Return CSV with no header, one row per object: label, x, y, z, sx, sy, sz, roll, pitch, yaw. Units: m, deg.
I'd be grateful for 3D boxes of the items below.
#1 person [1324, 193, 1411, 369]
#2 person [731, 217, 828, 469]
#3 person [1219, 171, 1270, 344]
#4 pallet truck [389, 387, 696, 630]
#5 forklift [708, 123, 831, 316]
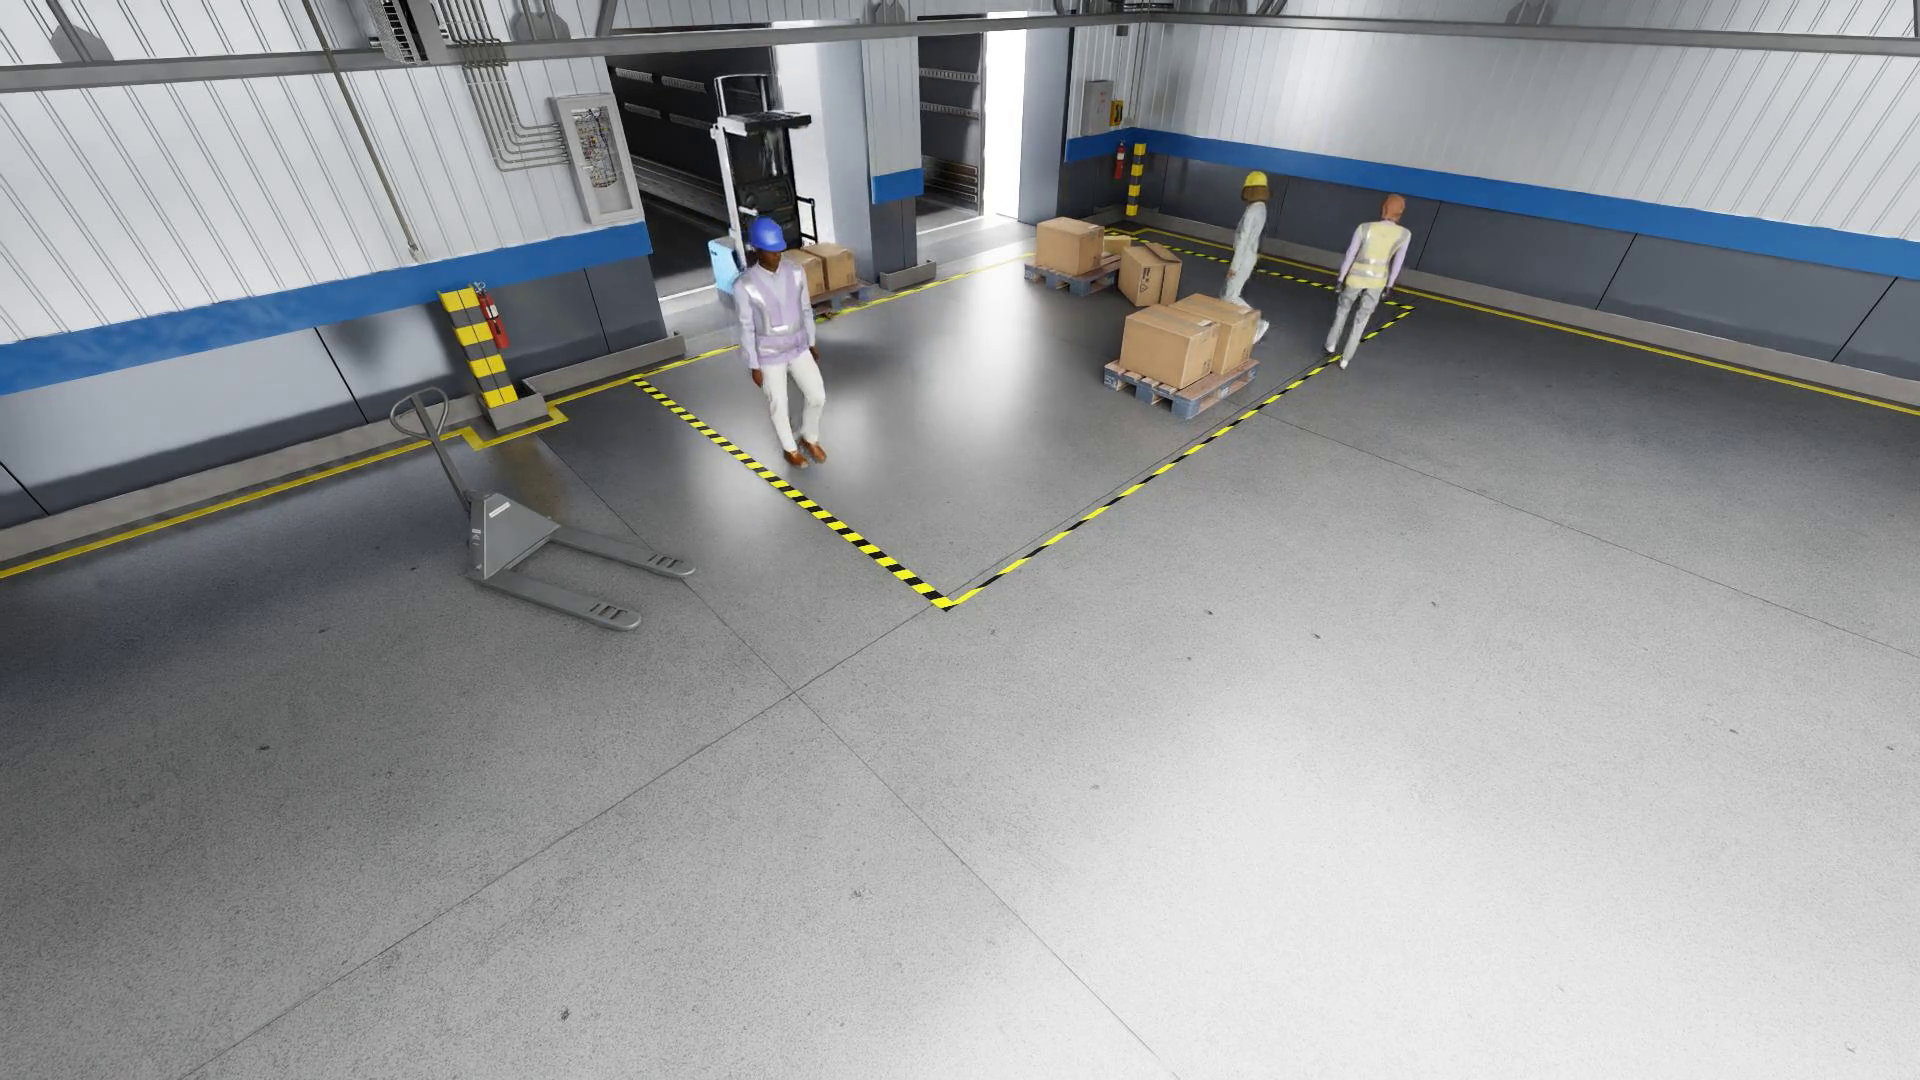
person,4.002,-2.545,7.248,0.532,1.614,0.562,14,40,17
person,-1.327,-1.403,5.516,0.637,1.936,0.456,-27,45,-30
person,2.985,-2.861,7.594,0.721,1.693,0.523,19,41,23
pallet truck,-2.613,-0.247,4.593,1.601,1.201,0.680,14,40,17
forklift,-2.398,-3.640,8.329,0.716,2.013,0.776,-31,47,-33
